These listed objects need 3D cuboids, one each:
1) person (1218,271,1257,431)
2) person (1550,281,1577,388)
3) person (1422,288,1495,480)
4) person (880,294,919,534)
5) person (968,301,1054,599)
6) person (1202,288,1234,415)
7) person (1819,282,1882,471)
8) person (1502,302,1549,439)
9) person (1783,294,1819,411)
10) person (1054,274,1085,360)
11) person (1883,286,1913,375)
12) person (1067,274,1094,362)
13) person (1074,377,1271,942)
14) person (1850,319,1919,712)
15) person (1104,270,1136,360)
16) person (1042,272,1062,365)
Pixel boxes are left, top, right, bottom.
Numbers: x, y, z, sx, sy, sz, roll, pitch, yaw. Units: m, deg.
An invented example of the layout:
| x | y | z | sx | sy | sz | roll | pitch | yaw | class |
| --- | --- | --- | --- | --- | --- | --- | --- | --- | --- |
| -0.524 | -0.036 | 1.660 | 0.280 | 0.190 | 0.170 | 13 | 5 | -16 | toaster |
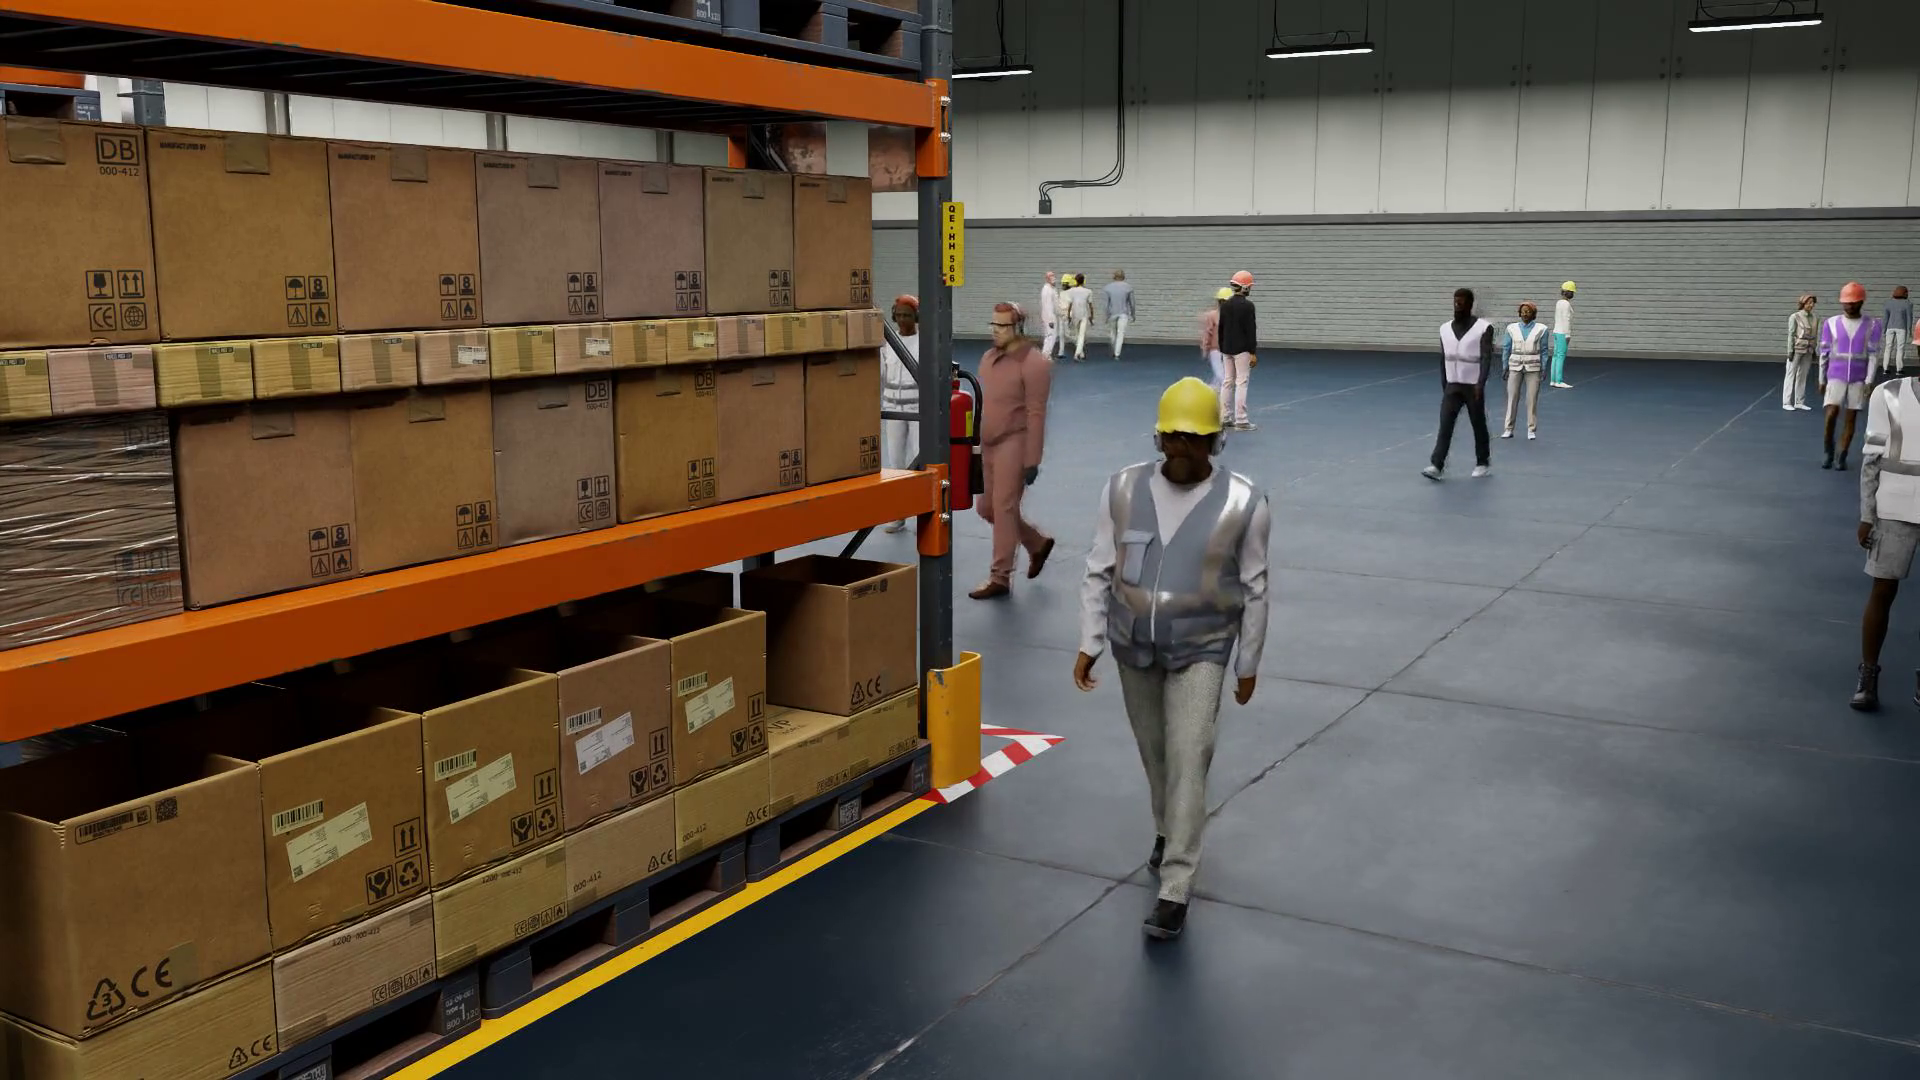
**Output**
| x | y | z | sx | sy | sz | roll | pitch | yaw | class |
| --- | --- | --- | --- | --- | --- | --- | --- | --- | --- |
| 3.492 | -2.363 | 20.805 | 0.397 | 1.992 | 0.621 | -6 | 11 | -32 | person |
| 10.014 | -3.399 | 27.568 | 0.328 | 1.760 | 0.524 | 1 | 10 | 3 | person |
| 4.897 | -1.507 | 16.194 | 1.029 | 1.865 | 0.608 | -10 | 14 | -44 | person |
| -0.416 | -0.988 | 13.107 | 0.587 | 1.878 | 0.373 | 4 | 10 | 21 | person |
| 0.336 | -0.583 | 10.681 | 0.663 | 1.890 | 0.657 | -6 | 11 | -31 | person |
| 3.623 | -2.552 | 22.643 | 0.552 | 1.729 | 0.799 | -6 | 11 | -30 | person |
| 8.988 | -1.640 | 16.830 | 0.540 | 1.915 | 0.454 | 5 | 11 | 28 | person |
| 6.730 | -2.017 | 19.823 | 0.524 | 1.639 | 0.308 | 5 | 11 | 26 | person |
| 11.896 | -2.647 | 23.505 | 0.515 | 1.641 | 0.315 | -3 | 10 | -20 | person |
| 2.302 | -4.697 | 35.023 | 0.574 | 1.810 | 0.619 | -6 | 11 | -31 | person |
| 17.277 | -3.865 | 30.658 | 0.268 | 1.632 | 0.507 | -8 | 12 | -38 | person |
| 2.478 | -4.562 | 34.234 | 0.553 | 1.828 | 0.950 | 2 | 10 | 12 | person |
| 0.704 | 0.350 | 5.560 | 0.594 | 1.791 | 0.899 | 5 | 11 | 26 | person |
| 4.560 | -0.127 | 7.881 | 0.542 | 1.939 | 0.368 | 4 | 11 | 24 | person |
| 3.347 | -4.711 | 34.922 | 0.645 | 1.883 | 1.068 | 3 | 10 | 18 | person |
| 1.813 | -4.463 | 33.511 | 0.494 | 1.868 | 0.804 | 1 | 10 | 7 | person |
